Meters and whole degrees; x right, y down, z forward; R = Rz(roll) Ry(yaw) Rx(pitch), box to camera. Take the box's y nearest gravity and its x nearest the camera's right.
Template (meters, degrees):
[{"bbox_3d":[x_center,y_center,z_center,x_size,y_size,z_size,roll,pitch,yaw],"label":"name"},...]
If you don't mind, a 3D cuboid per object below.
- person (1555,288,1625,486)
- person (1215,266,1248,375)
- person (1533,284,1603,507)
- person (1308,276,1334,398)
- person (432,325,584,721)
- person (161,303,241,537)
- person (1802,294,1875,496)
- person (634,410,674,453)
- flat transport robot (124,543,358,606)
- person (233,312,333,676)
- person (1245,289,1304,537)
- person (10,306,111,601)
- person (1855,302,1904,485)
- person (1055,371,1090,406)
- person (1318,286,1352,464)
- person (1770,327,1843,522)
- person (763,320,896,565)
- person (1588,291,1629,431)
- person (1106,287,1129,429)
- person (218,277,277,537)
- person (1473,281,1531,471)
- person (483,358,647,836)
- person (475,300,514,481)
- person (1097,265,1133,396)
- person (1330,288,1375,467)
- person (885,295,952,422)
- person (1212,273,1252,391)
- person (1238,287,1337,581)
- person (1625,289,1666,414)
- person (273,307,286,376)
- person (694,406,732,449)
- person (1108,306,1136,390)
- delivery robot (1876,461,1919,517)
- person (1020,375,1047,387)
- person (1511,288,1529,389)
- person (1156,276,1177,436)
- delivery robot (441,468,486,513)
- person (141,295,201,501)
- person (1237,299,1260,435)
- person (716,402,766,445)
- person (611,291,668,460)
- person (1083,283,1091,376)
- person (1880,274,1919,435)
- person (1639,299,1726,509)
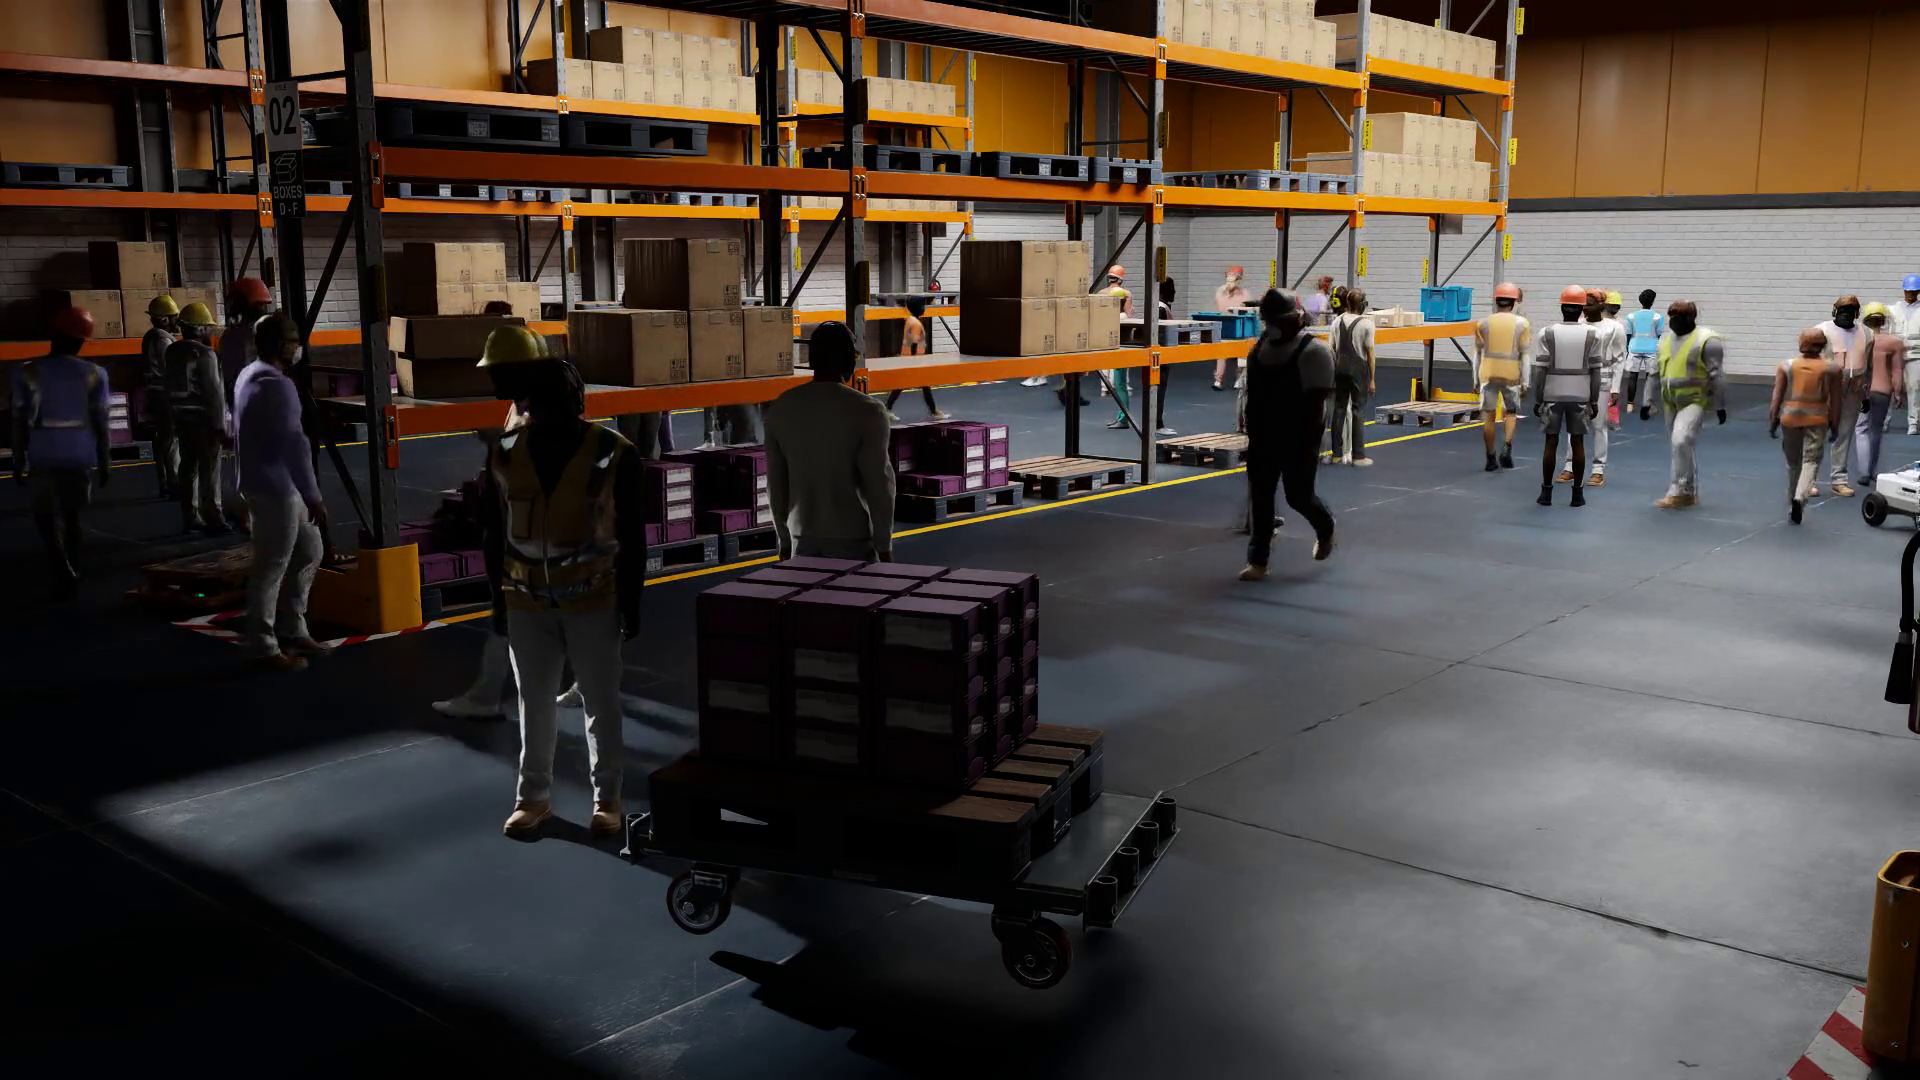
[{"bbox_3d":[5.999,-1.453,15.836,0.576,1.880,0.352,10,14,43],"label":"person"},{"bbox_3d":[4.795,-3.854,29.350,0.611,1.940,1.047,5,11,28],"label":"person"},{"bbox_3d":[5.309,-1.258,14.559,0.551,1.936,0.357,3,10,16],"label":"person"},{"bbox_3d":[5.447,-3.037,24.976,0.482,1.830,0.606,0,10,-2],"label":"person"},{"bbox_3d":[-2.144,-0.073,7.972,0.930,1.886,0.613,-3,10,-15],"label":"person"},{"bbox_3d":[-5.960,-0.939,13.055,0.600,1.827,0.403,6,11,29],"label":"person"},{"bbox_3d":[7.985,-1.307,15.127,0.623,1.841,0.430,0,10,1],"label":"person"},{"bbox_3d":[-3.186,-1.692,17.135,0.644,1.905,0.400,1,10,4],"label":"person"},{"bbox_3d":[-4.727,0.196,11.027,0.652,0.197,1.431,3,11,19],"label":"flat transport robot"},{"bbox_3d":[-3.566,-0.239,8.834,0.641,1.919,0.650,-6,12,-31],"label":"person"},{"bbox_3d":[2.448,-0.985,12.989,0.510,1.945,0.687,4,11,23],"label":"person"},{"bbox_3d":[-5.679,-0.530,10.524,0.579,1.891,0.582,-7,12,-35],"label":"person"},{"bbox_3d":[8.745,-1.414,16.022,0.529,1.722,0.828,3,10,17],"label":"person"},{"bbox_3d":[1.610,-2.822,23.511,0.721,1.919,0.591,-8,13,-37],"label":"person"},{"bbox_3d":[3.970,-1.726,17.439,0.327,1.865,0.521,6,12,30],"label":"person"},{"bbox_3d":[7.016,-0.967,13.835,0.534,1.610,0.748,8,13,39],"label":"person"},{"bbox_3d":[-0.564,0.000,7.399,0.630,1.940,0.370,5,11,25],"label":"person"},{"bbox_3d":[8.090,-2.256,20.885,0.518,1.735,0.896,0,10,3],"label":"person"},{"bbox_3d":[1.970,-2.274,20.843,0.325,1.765,0.533,0,10,3],"label":"person"},{"bbox_3d":[-5.388,-0.974,12.675,0.623,2.032,0.553,6,12,32],"label":"person"},{"bbox_3d":[5.479,-1.652,16.853,0.556,1.918,0.429,4,11,22],"label":"person"},{"bbox_3d":[-1.517,0.227,6.381,0.624,1.844,0.430,1,10,4],"label":"person"},{"bbox_3d":[-3.552,-0.884,12.647,0.591,1.866,0.640,9,14,43],"label":"person"},{"bbox_3d":[2.361,-3.170,25.289,0.613,1.994,0.381,6,12,31],"label":"person"},{"bbox_3d":[4.065,-1.679,17.229,0.516,1.842,0.328,9,14,42],"label":"person"},{"bbox_3d":[-0.602,-2.341,21.560,0.907,1.646,0.545,-3,10,-15],"label":"person"},{"bbox_3d":[4.318,-3.306,26.459,0.669,1.851,0.989,5,11,27],"label":"person"},{"bbox_3d":[2.265,-0.752,11.389,0.680,2.000,0.793,8,13,40],"label":"person"},{"bbox_3d":[9.328,-2.562,22.676,0.532,1.696,0.319,7,12,33],"label":"person"},{"bbox_3d":[-7.264,-1.687,17.899,0.508,1.627,0.279,7,12,34],"label":"person"},{"bbox_3d":[-2.722,-1.887,18.344,0.532,1.866,0.310,5,11,28],"label":"person"},{"bbox_3d":[2.534,-3.177,26.389,0.537,1.628,0.287,2,10,11],"label":"person"},{"bbox_3d":[7.654,-0.386,13.266,0.477,0.478,0.707,-1,10,-3],"label":"delivery robot"},{"bbox_3d":[1.154,-3.413,27.009,0.928,1.870,0.680,-9,14,-42],"label":"person"},{"bbox_3d":[8.843,-3.239,26.787,0.802,1.603,0.532,8,13,37],"label":"person"},{"bbox_3d":[2.436,-2.224,20.113,0.392,1.922,0.592,1,10,4],"label":"person"},{"bbox_3d":[-3.643,-0.310,12.835,0.477,0.478,0.707,6,12,30],"label":"delivery robot"},{"bbox_3d":[-7.089,-1.271,14.931,0.403,1.834,0.589,-8,13,-39],"label":"person"},{"bbox_3d":[3.520,-2.094,20.174,0.309,1.641,0.514,-1,10,-7],"label":"person"},{"bbox_3d":[-1.864,-1.080,14.253,0.915,1.701,0.487,-9,14,-43],"label":"person"},{"bbox_3d":[-2.789,-1.226,14.379,0.359,1.938,0.635,9,13,41],"label":"person"},{"bbox_3d":[2.041,-3.884,29.220,0.394,2.039,0.614,9,13,41],"label":"person"},{"bbox_3d":[11.467,-2.244,20.175,0.610,1.938,0.410,6,12,32],"label":"person"},{"bbox_3d":[6.201,-1.162,14.384,0.792,1.809,0.685,-4,11,-23],"label":"person"}]
